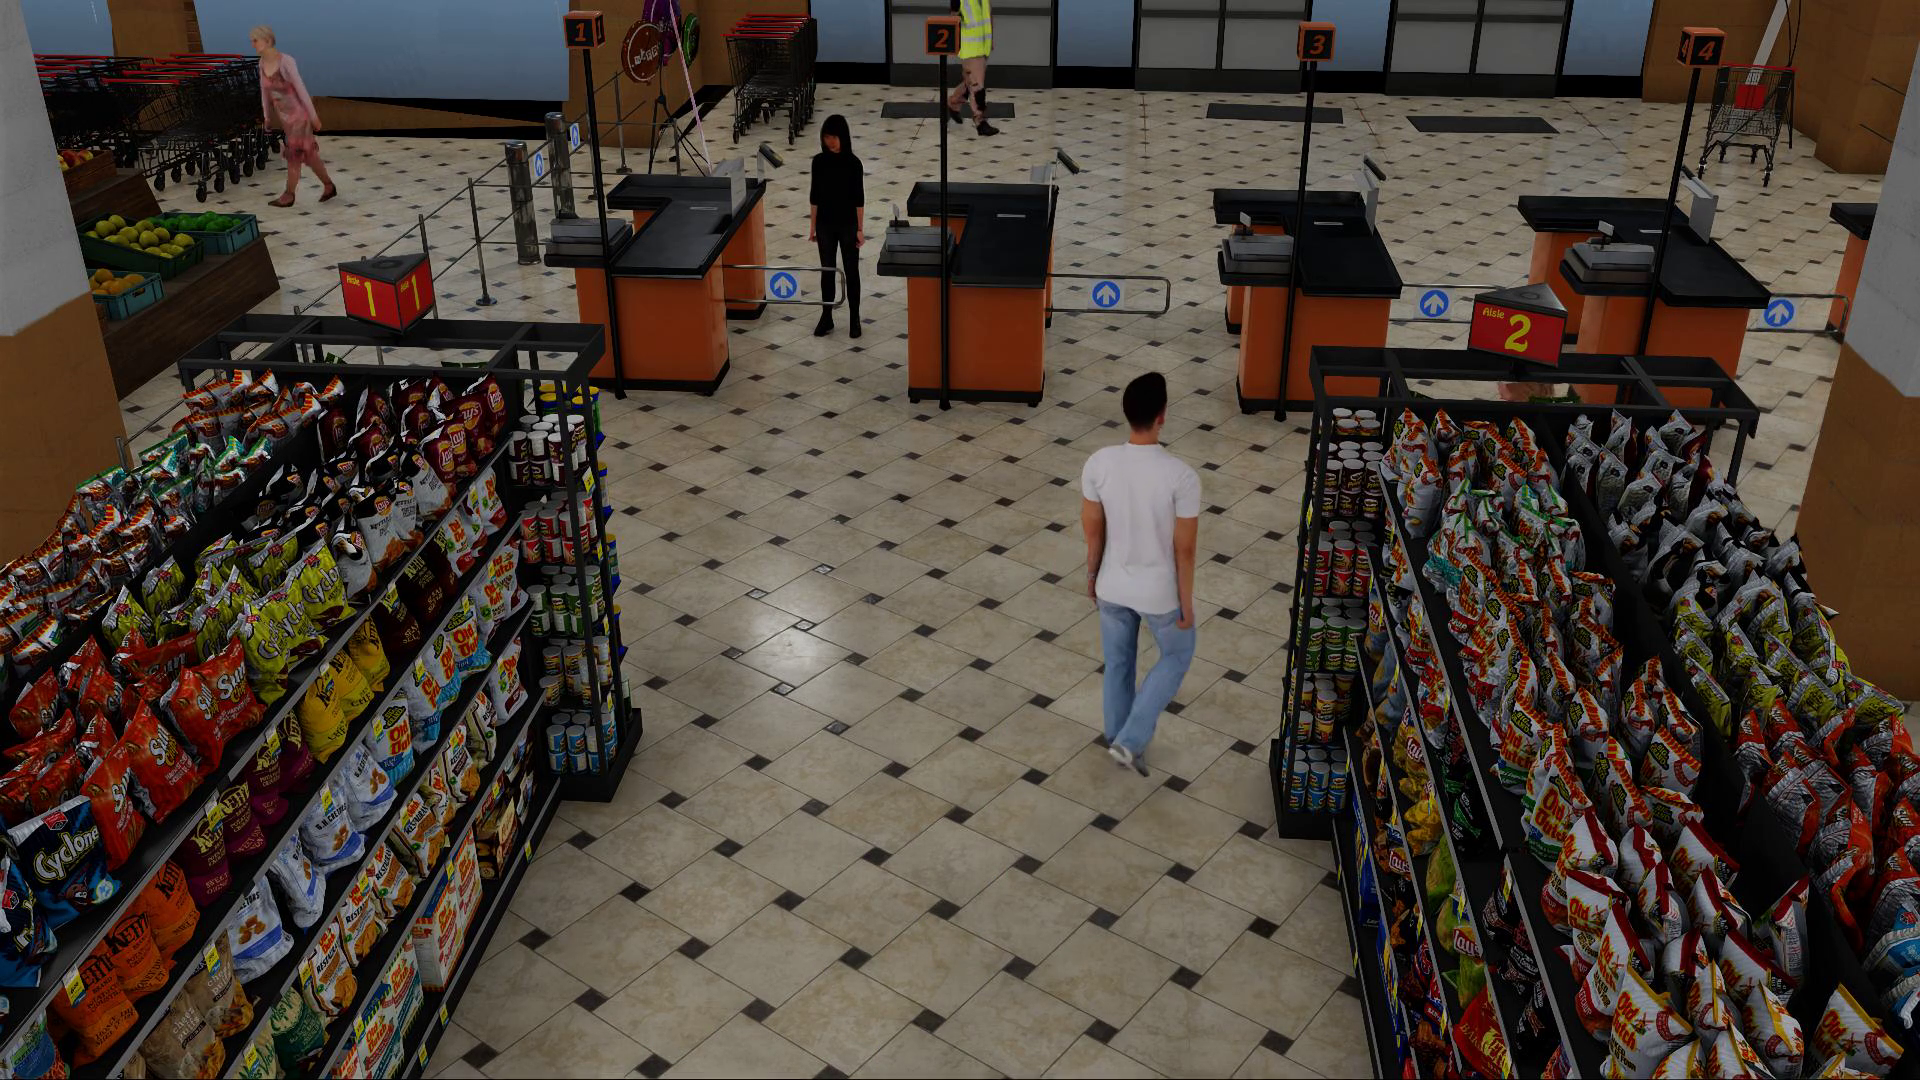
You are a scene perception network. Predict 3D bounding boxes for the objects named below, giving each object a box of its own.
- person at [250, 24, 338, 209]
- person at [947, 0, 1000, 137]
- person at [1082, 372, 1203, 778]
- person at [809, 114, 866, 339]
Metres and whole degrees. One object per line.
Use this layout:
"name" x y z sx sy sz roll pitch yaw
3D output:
"person" -6.066 -3.905 15.357 0.902 1.645 1.097 12 29 22
"person" 0.103 -5.317 17.946 1.156 1.822 1.179 21 34 35
"person" 0.736 0.222 6.990 0.844 1.852 0.929 14 30 26
"person" -0.893 -2.313 12.223 0.599 1.640 0.533 6 27 11
